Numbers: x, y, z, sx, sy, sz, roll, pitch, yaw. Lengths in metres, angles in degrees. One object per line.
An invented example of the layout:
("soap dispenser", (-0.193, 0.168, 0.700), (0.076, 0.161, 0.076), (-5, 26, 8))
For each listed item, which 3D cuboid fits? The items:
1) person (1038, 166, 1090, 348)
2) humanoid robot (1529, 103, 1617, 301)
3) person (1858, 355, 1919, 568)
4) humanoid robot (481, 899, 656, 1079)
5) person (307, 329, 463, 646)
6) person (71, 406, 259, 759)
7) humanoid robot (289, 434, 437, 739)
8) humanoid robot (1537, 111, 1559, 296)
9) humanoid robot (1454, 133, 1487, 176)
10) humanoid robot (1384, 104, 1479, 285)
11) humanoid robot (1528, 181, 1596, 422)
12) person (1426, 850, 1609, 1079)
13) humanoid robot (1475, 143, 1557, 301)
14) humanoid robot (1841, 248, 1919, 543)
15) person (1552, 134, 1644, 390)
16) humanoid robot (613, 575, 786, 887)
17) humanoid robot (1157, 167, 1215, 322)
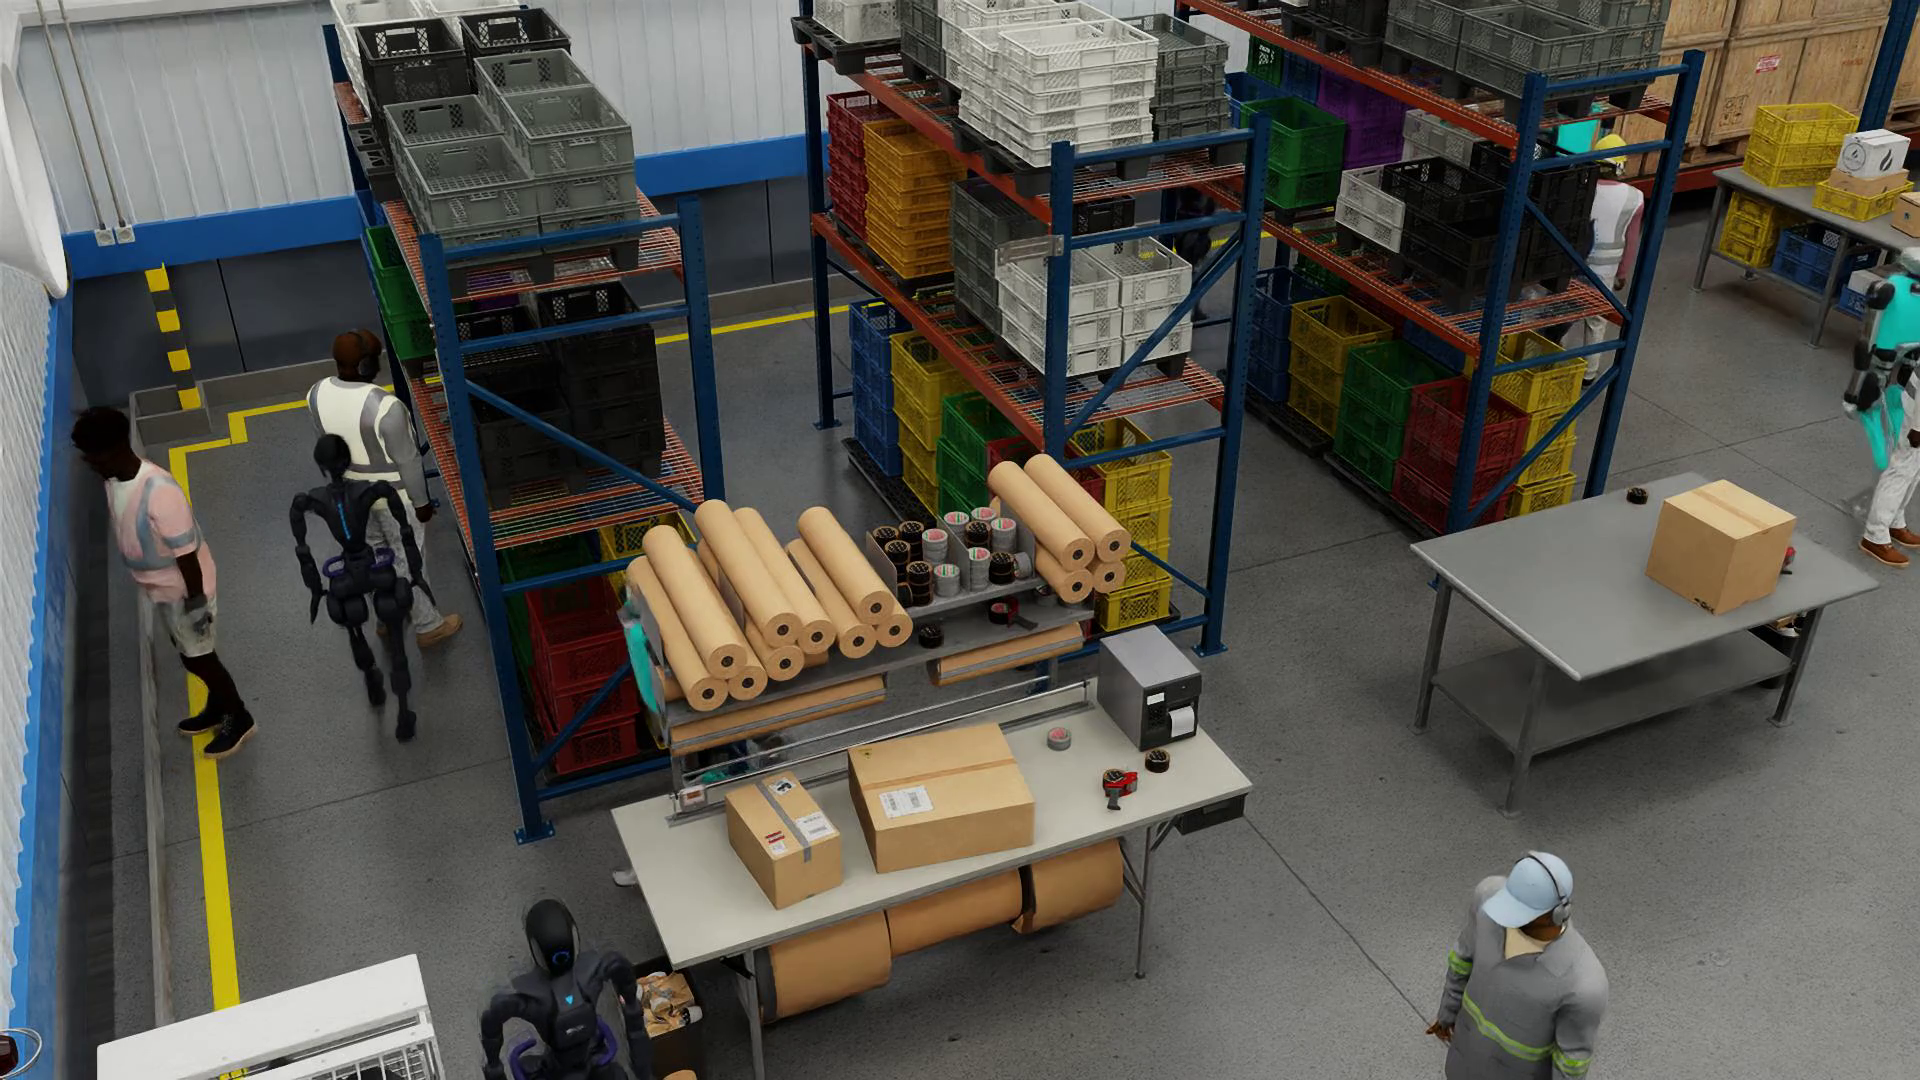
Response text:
("person", (0.713, -2.309, 12.031), (0.377, 2.041, 0.615), (16, 35, 25))
("humanoid robot", (4.620, -2.577, 12.782), (0.538, 1.831, 0.663), (11, 33, 18))
("person", (5.653, -0.748, 9.646), (0.572, 1.883, 0.354), (-27, 40, -36))
("humanoid robot", (-1.336, 1.834, 5.649), (0.600, 1.638, 0.480), (-19, 36, -27))
("person", (-3.084, -0.268, 8.911), (0.621, 1.838, 0.429), (14, 34, 21))
("person", (-3.846, 0.207, 8.041), (0.657, 1.943, 0.446), (26, 40, 36))
("humanoid robot", (-2.964, 0.195, 8.326), (0.608, 1.638, 0.622), (-9, 33, -14))
("humanoid robot", (4.538, -2.686, 13.051), (0.760, 1.657, 0.589), (11, 33, 17))
("humanoid robot", (3.694, -2.181, 12.172), (0.413, 1.652, 0.598), (9, 33, 14))
("humanoid robot", (3.482, -2.487, 12.728), (0.537, 1.887, 0.783), (-25, 40, -35))
("humanoid robot", (4.060, -1.612, 11.242), (0.365, 1.654, 0.613), (21, 37, 30))
("person", (1.809, 1.752, 5.619), (0.396, 1.848, 0.587), (-14, 34, -22))
("humanoid robot", (3.801, -2.005, 11.823), (0.538, 1.799, 0.665), (-2, 32, -4))
("humanoid robot", (5.646, -0.774, 9.875), (0.544, 1.799, 0.815), (-8, 33, -13))
("person", (4.364, -1.915, 11.596), (0.589, 1.824, 0.404), (7, 32, 12))
("humanoid robot", (-1.076, 0.813, 7.274), (1.041, 1.739, 0.562), (-14, 34, -21))
("humanoid robot", (1.649, -2.324, 12.417), (0.696, 1.632, 0.600), (-14, 34, -22))
